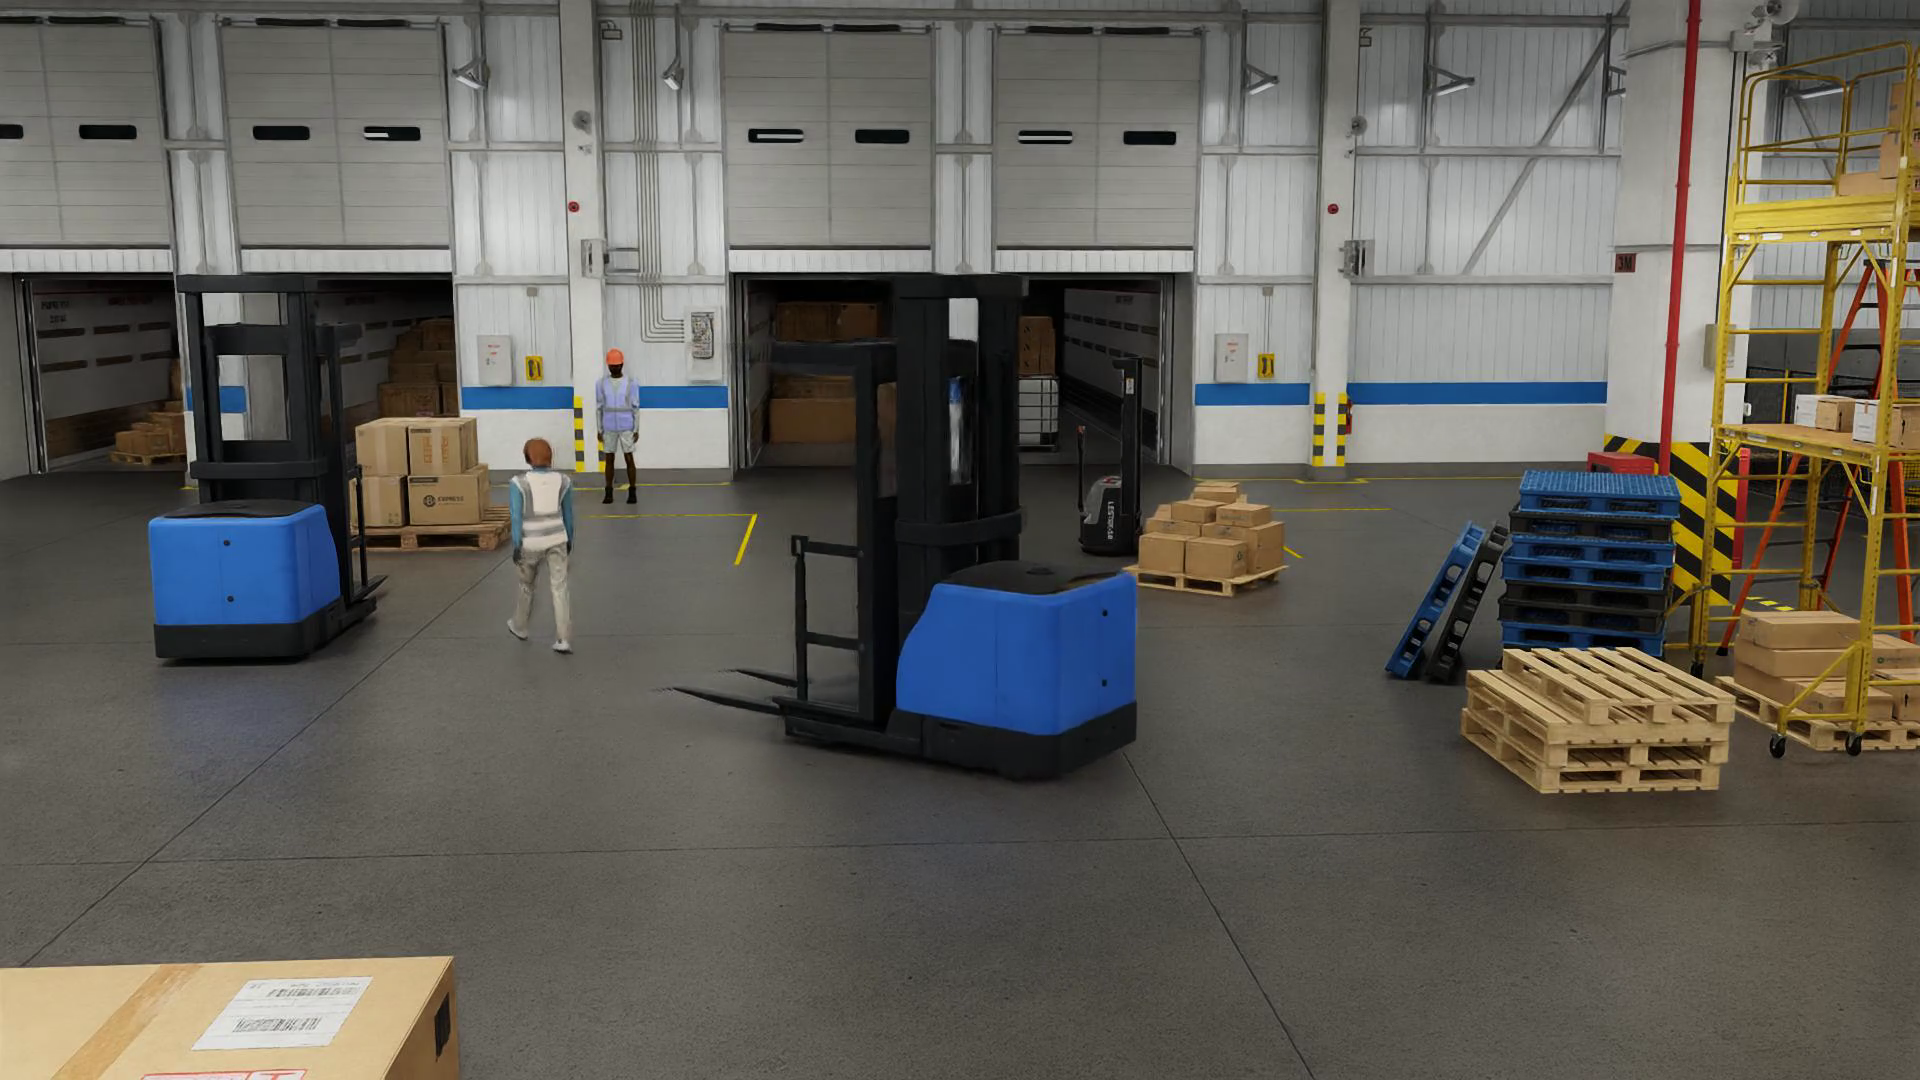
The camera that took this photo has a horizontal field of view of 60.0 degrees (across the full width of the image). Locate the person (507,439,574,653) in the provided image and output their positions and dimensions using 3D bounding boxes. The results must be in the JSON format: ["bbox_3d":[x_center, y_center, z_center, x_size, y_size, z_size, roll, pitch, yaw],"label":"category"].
[{"bbox_3d":[-3.168,0.031,12.559,0.544,1.585,0.864,-6,11,-35],"label":"person"}]

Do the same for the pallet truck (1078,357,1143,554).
[{"bbox_3d":[2.088,-0.836,16.757,1.885,1.965,0.823,2,9,13],"label":"pallet truck"}]

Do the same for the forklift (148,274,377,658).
[{"bbox_3d":[-5.348,-0.627,12.681,1.129,2.768,1.873,-1,9,-4],"label":"forklift"}]

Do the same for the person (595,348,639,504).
[{"bbox_3d":[-4.224,-1.396,20.518,0.545,1.928,0.394,0,9,0],"label":"person"}]

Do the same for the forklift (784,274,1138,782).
[{"bbox_3d":[0.024,-0.165,9.784,1.873,2.768,1.129,6,11,34],"label":"forklift"}]
